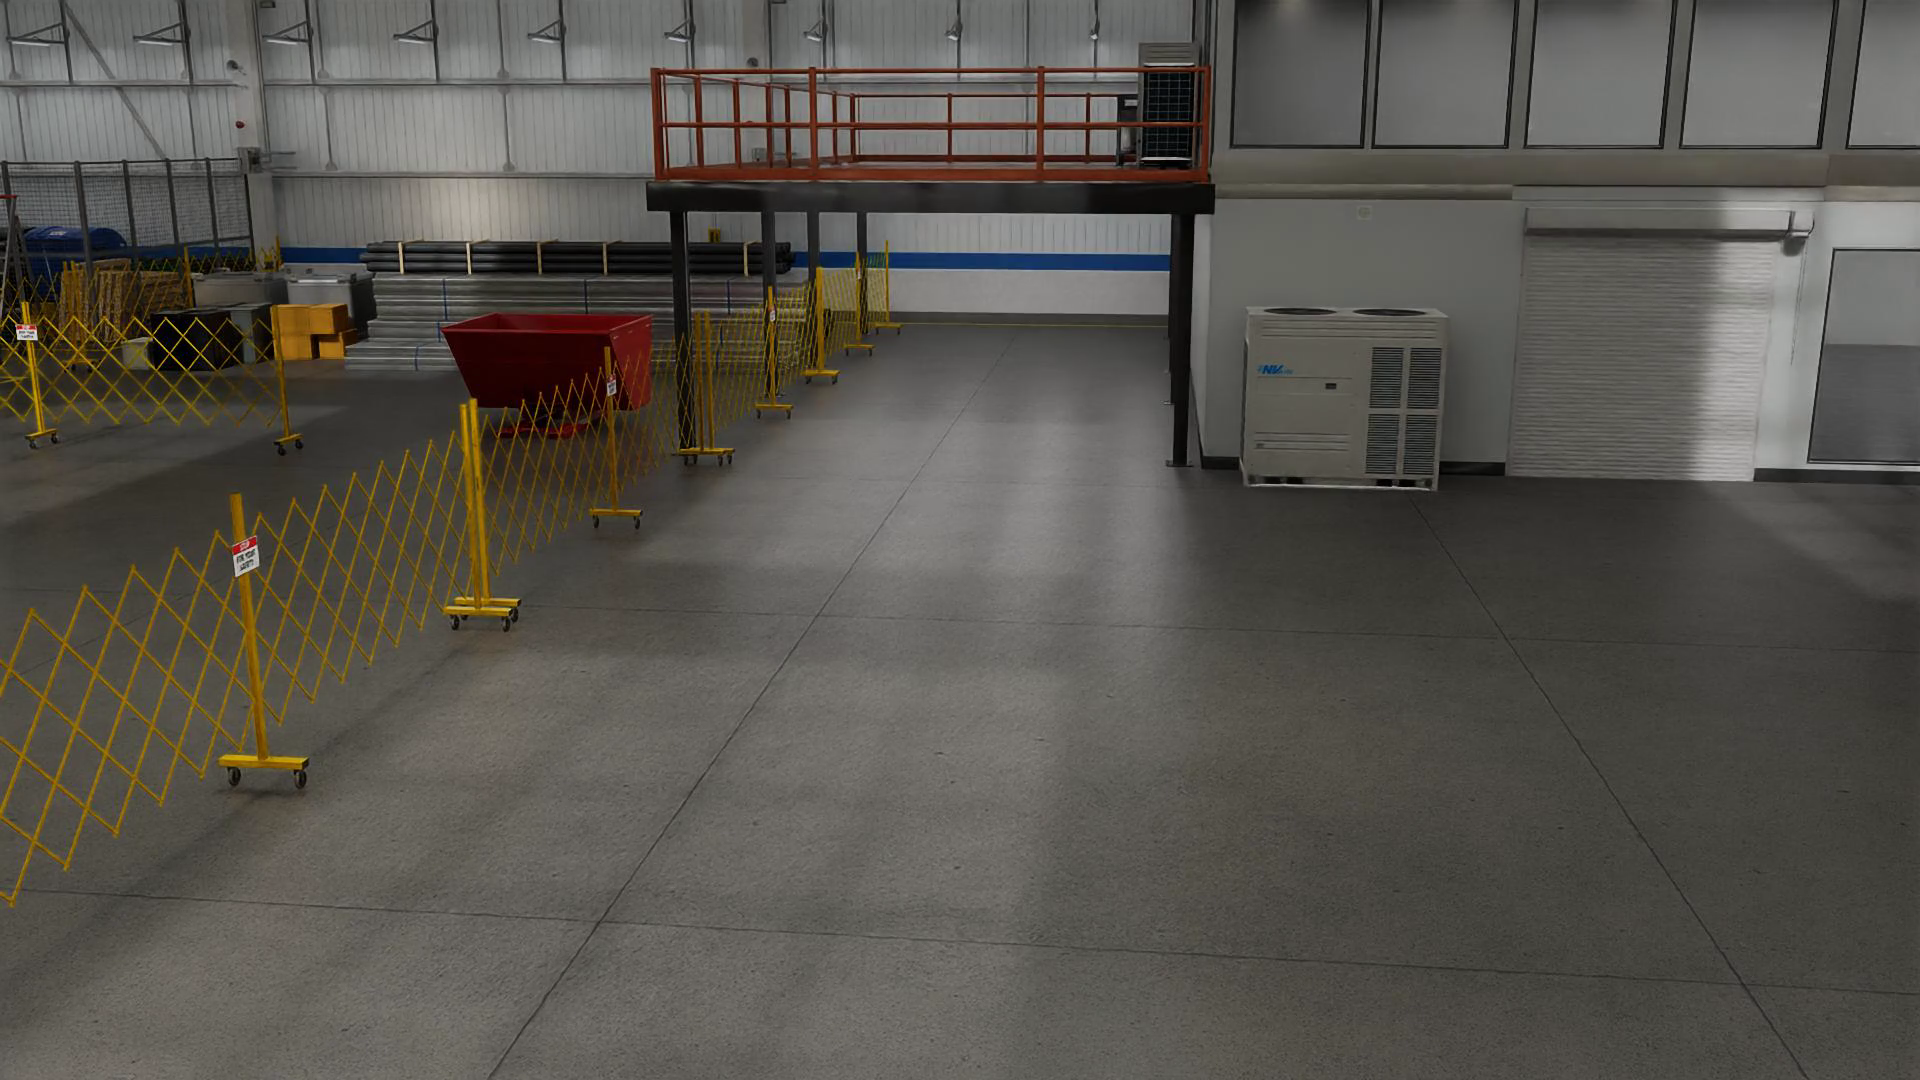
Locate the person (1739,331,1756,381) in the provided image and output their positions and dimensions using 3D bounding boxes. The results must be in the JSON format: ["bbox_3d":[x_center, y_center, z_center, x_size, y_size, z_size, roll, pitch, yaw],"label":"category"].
[{"bbox_3d":[11.265,-3.065,23.355,0.671,1.887,0.659,-10,17,-34],"label":"person"}]
